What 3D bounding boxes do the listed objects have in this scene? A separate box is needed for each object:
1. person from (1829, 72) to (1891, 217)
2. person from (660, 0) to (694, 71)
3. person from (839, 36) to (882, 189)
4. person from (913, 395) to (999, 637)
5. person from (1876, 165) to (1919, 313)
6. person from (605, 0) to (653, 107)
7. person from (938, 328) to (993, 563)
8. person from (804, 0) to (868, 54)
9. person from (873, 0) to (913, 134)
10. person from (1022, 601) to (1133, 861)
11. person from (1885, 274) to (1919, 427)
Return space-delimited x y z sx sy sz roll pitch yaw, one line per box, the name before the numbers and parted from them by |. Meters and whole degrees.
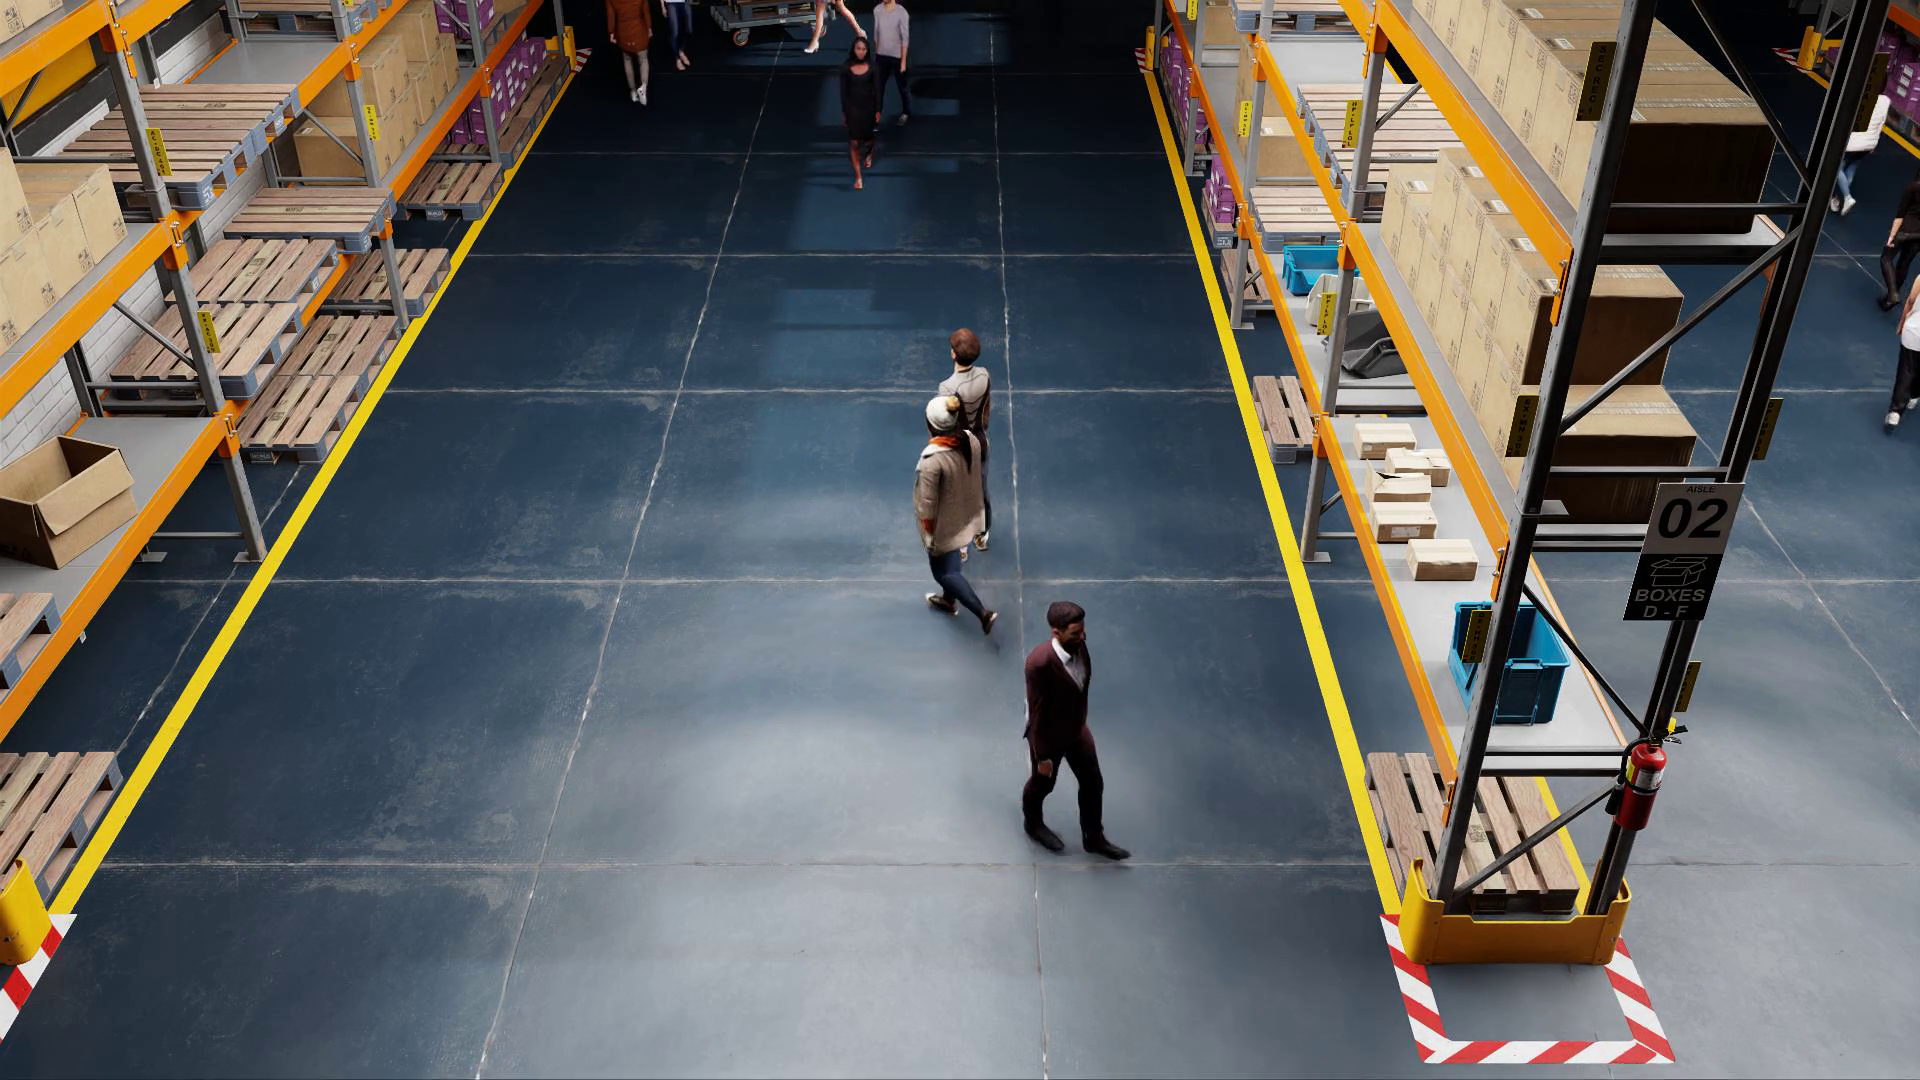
person | 9.746 -4.281 18.019 0.634 1.625 0.861 -1 34 -2
person | -3.846 -7.209 22.331 0.711 1.728 0.749 -19 38 -26
person | -1.118 -4.868 18.829 0.645 1.706 0.835 4 34 6
person | 0.003 -0.149 11.589 1.136 1.863 1.101 27 42 34
person | 9.145 -2.910 15.952 0.589 1.630 0.766 2 34 3
person | -4.147 -6.357 20.973 0.833 1.813 1.079 -6 34 -9
person | 0.041 -0.704 12.392 0.737 1.896 0.772 -24 40 -31
person | -1.686 -7.582 22.897 0.854 1.722 1.142 -11 35 -15
person | -0.774 -5.905 20.304 1.028 1.800 1.224 17 37 23
person | 0.514 1.076 9.764 1.095 1.841 1.044 27 42 34
person | 8.239 -1.730 14.157 0.980 1.651 1.198 16 37 22
